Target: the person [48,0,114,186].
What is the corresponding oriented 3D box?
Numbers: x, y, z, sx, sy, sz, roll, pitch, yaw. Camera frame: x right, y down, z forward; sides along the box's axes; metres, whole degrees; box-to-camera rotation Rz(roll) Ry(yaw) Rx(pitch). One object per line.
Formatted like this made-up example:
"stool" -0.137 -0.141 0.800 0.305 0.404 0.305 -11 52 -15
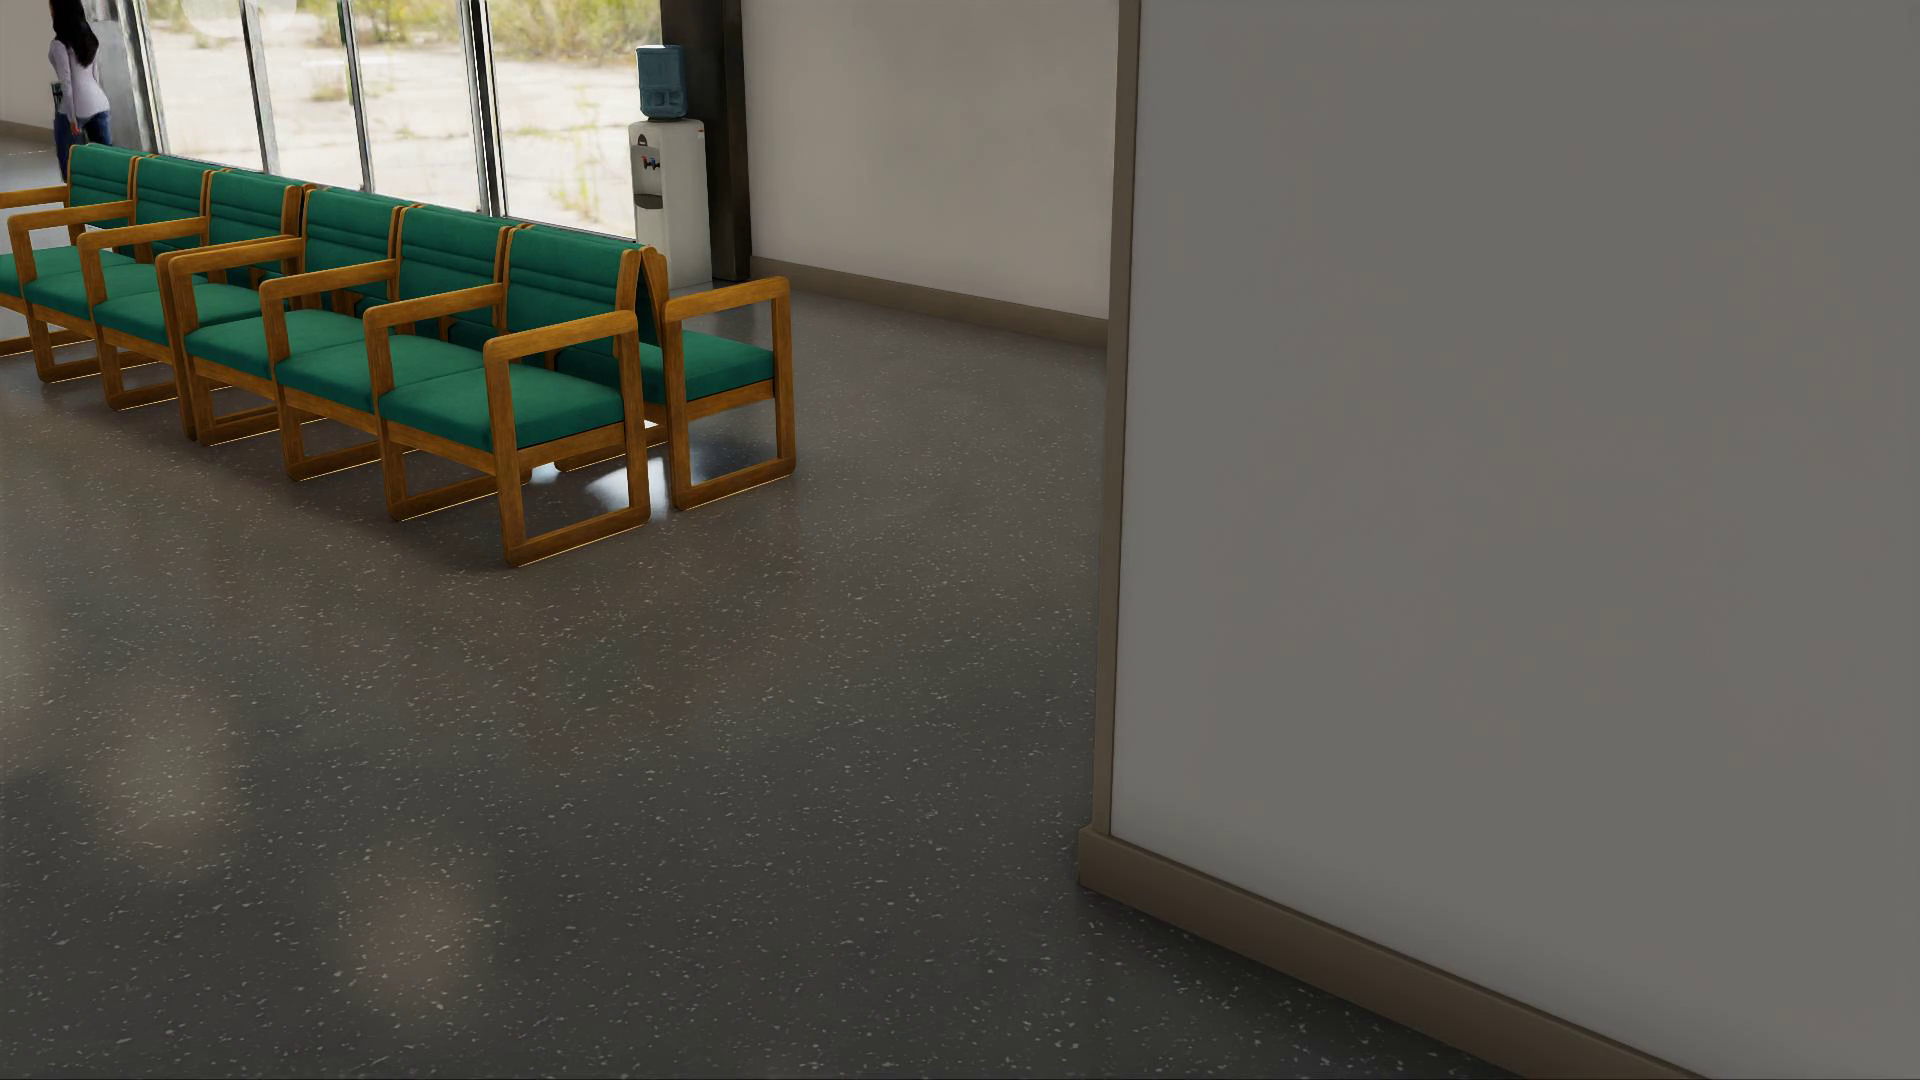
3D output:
"person" -6.439 -3.182 12.419 0.818 1.720 0.801 7 22 17
